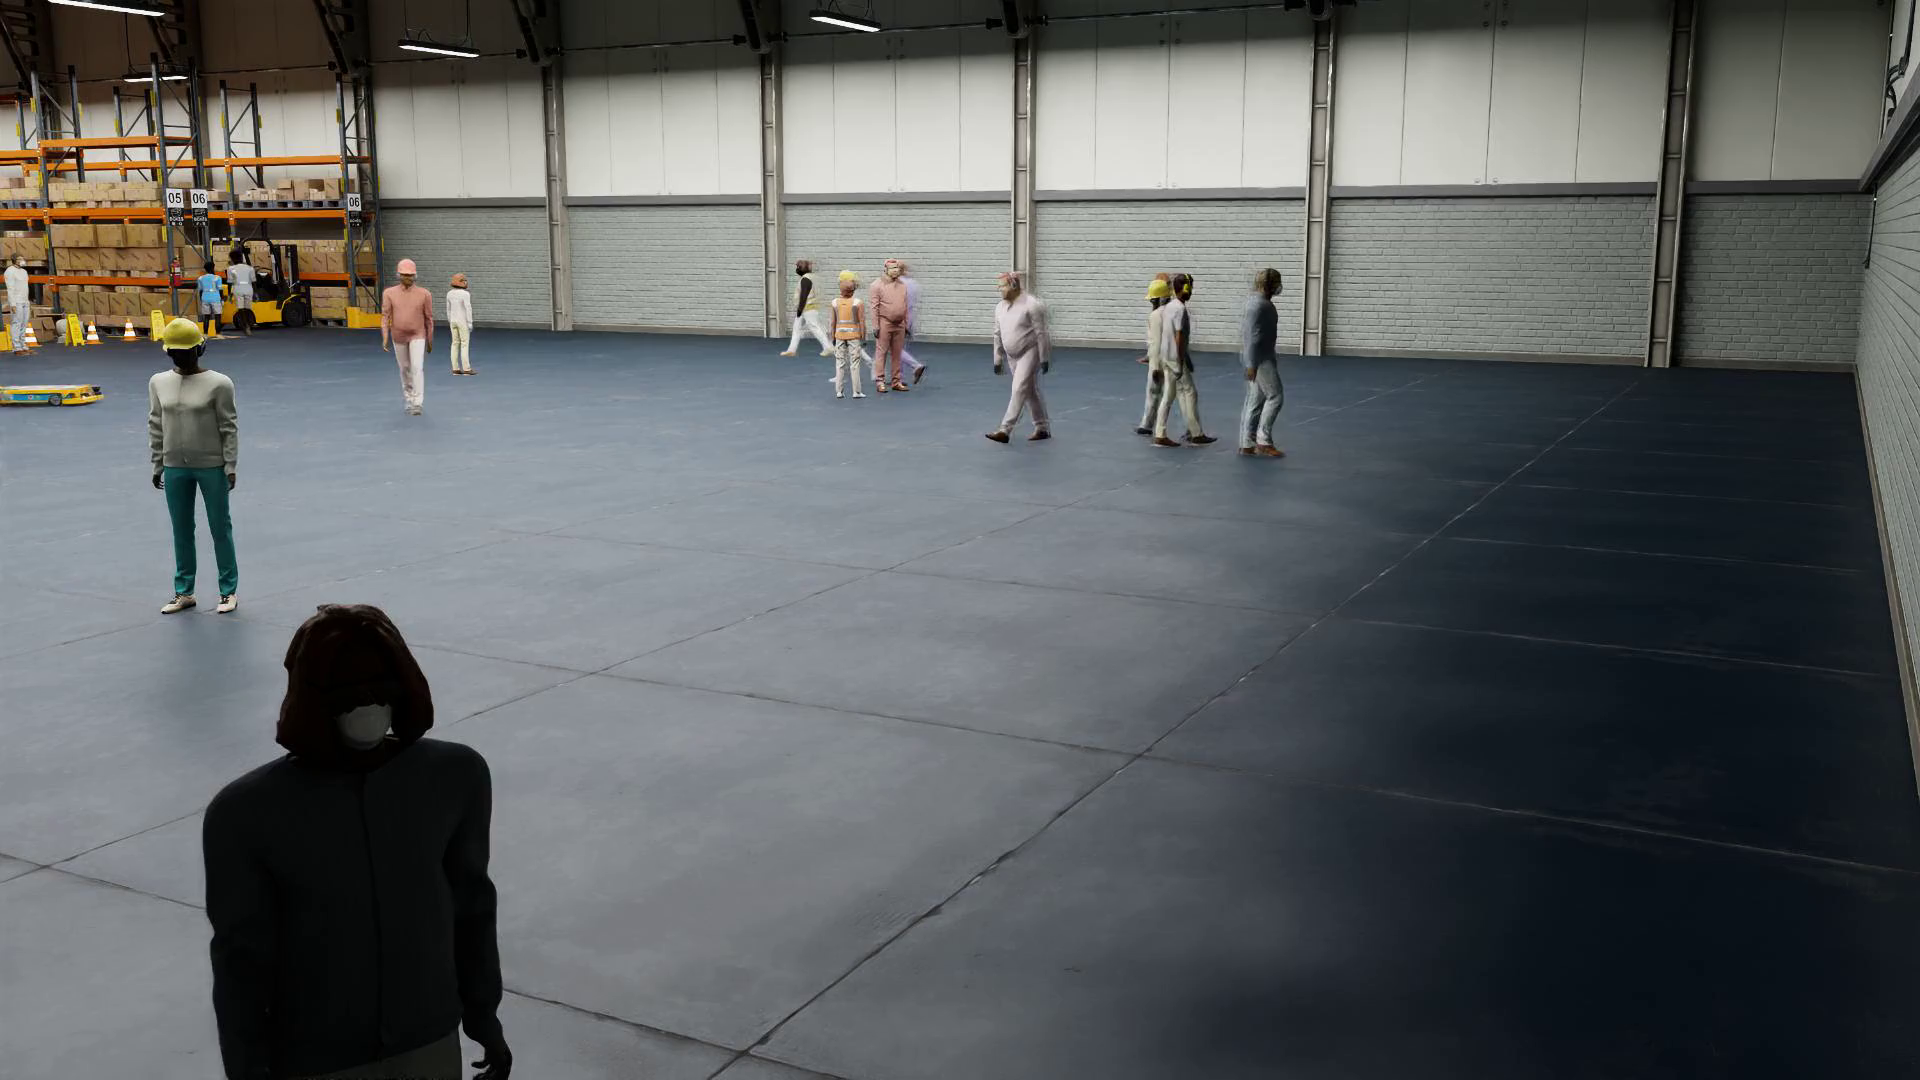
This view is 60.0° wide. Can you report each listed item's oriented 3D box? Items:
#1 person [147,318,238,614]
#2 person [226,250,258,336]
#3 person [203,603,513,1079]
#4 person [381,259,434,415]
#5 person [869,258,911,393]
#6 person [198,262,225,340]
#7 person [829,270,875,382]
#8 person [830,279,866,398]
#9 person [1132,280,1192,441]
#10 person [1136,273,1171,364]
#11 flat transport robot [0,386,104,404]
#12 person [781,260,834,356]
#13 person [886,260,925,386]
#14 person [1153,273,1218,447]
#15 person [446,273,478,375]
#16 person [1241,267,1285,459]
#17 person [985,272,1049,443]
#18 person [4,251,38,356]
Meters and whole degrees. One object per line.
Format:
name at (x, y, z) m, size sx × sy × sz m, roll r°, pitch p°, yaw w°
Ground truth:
person at (-4.545, -0.431, 9.868) m, size 0.522 × 1.761 × 0.321 m, roll 0°, pitch 10°, yaw 0°
person at (-16.077, -5.538, 37.294) m, size 0.636 × 1.925 × 0.891 m, roll -8°, pitch 13°, yaw -37°
person at (-1.032, 0.904, 2.921) m, size 0.501 × 1.633 × 0.282 m, roll -9°, pitch 13°, yaw -39°
person at (-7.000, -2.580, 21.127) m, size 0.608 × 1.954 × 1.038 m, roll -2°, pitch 11°, yaw -10°
person at (-0.980, -3.075, 23.874) m, size 0.640 × 1.910 × 0.407 m, roll -8°, pitch 13°, yaw -36°
person at (-16.051, -5.123, 35.669) m, size 0.537 × 1.688 × 0.320 m, roll 1°, pitch 10°, yaw 6°
person at (-1.631, -3.254, 25.352) m, size 0.730 × 1.720 × 0.485 m, roll 4°, pitch 11°, yaw 20°
person at (-1.538, -2.770, 22.931) m, size 0.523 × 1.645 × 0.306 m, roll 3°, pitch 11°, yaw 17°
person at (2.290, -1.970, 18.258) m, size 0.613 × 1.763 × 0.970 m, roll -8°, pitch 13°, yaw -38°
person at (3.445, -3.829, 28.859) m, size 0.809 × 1.593 × 0.497 m, roll 2°, pitch 11°, yaw 11°
flat transport robot at (-12.253, -1.930, 22.097) m, size 1.431 × 0.197 × 0.652 m, roll -2°, pitch 11°, yaw -9°
person at (-2.812, -4.306, 30.919) m, size 0.977 × 1.798 × 0.639 m, roll -1°, pitch 10°, yaw -8°
person at (-0.828, -3.200, 24.631) m, size 0.613 × 1.885 × 0.677 m, roll 4°, pitch 11°, yaw 19°
person at (2.404, -1.896, 17.672) m, size 0.813 × 1.837 × 0.547 m, roll -3°, pitch 11°, yaw -16°
person at (-8.030, -3.463, 26.736) m, size 0.501 × 1.633 × 0.282 m, roll 6°, pitch 12°, yaw 30°
person at (3.120, -1.765, 16.687) m, size 0.611 × 1.918 × 0.662 m, roll 3°, pitch 11°, yaw 18°
person at (0.609, -1.966, 18.021) m, size 1.032 × 1.841 × 0.649 m, roll -8°, pitch 13°, yaw -37°
person at (-17.554, -4.406, 31.051) m, size 0.375 × 1.939 × 0.628 m, roll -1°, pitch 10°, yaw -3°
